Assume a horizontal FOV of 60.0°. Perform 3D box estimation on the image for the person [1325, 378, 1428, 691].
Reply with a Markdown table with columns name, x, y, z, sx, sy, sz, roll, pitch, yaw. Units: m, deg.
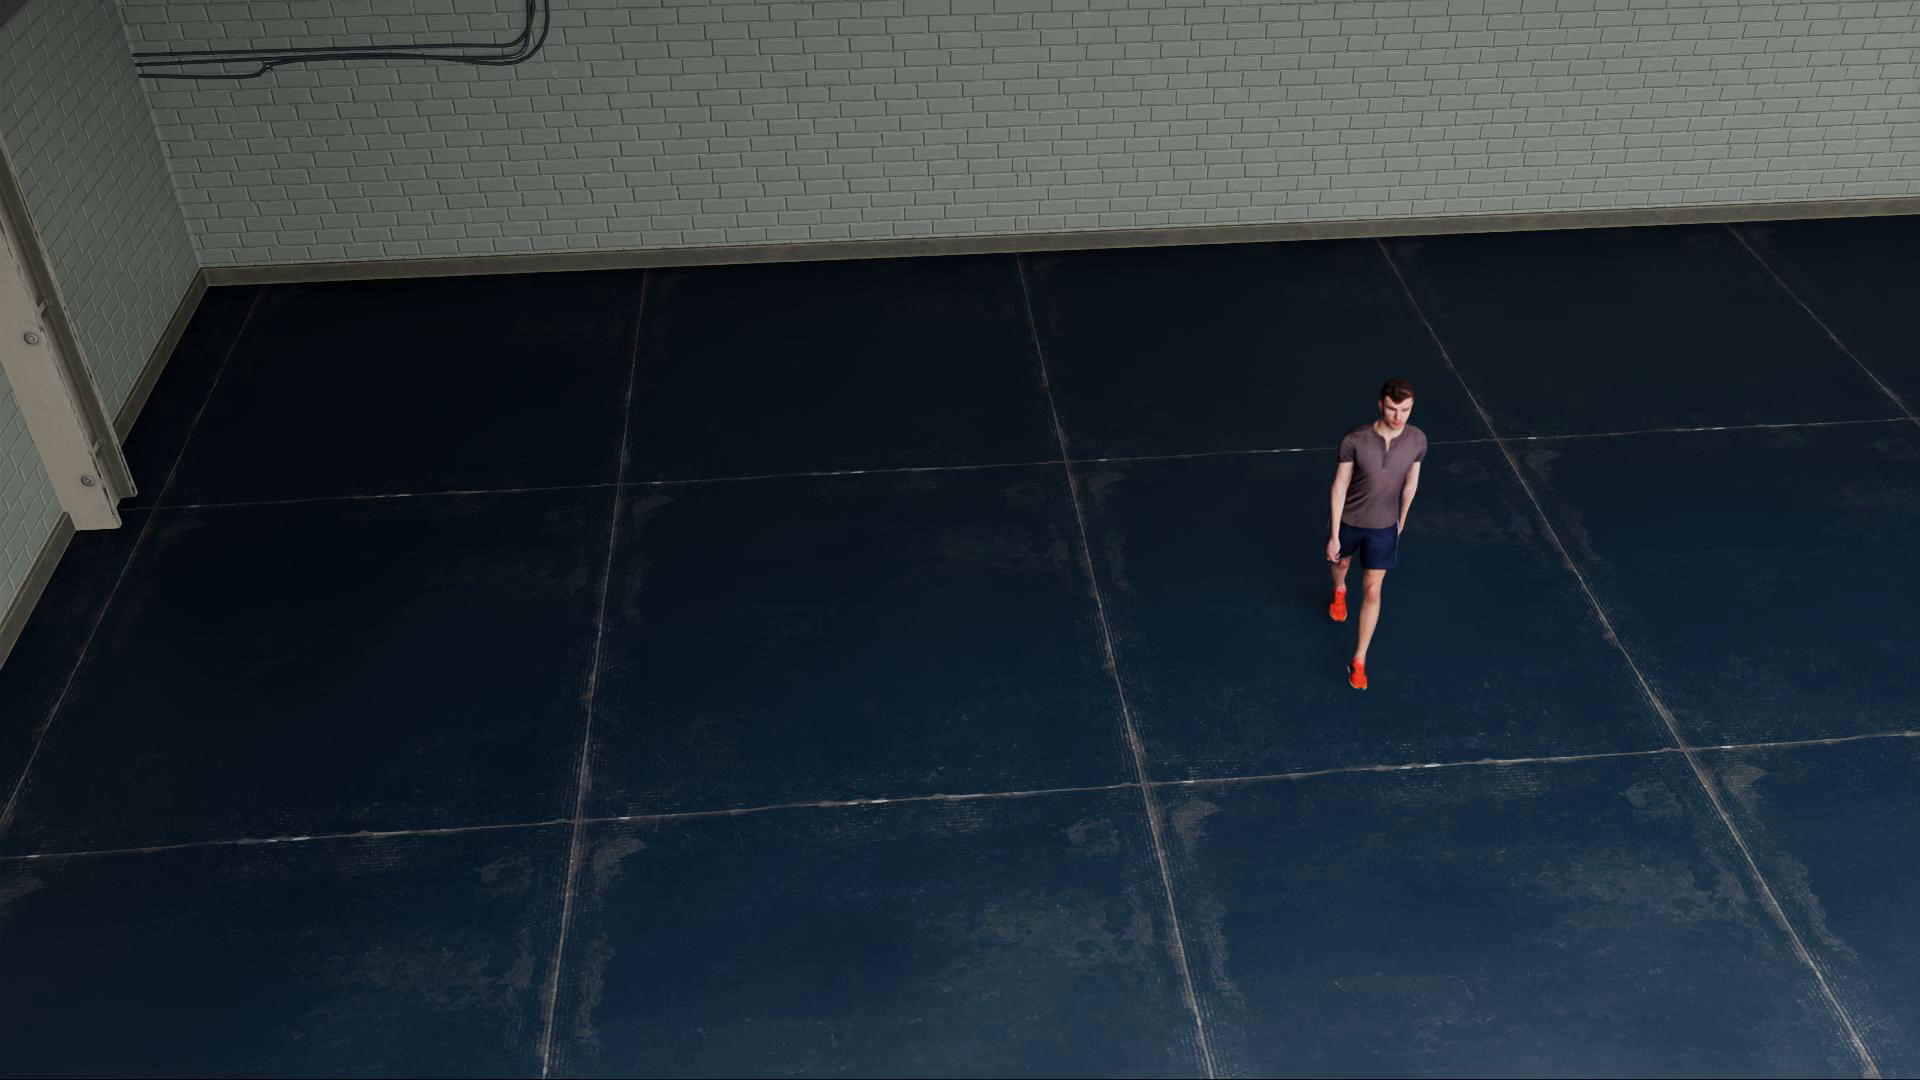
| name | x | y | z | sx | sy | sz | roll | pitch | yaw |
| --- | --- | --- | --- | --- | --- | --- | --- | --- | --- |
| person | 2.248 | -0.148 | 9.309 | 0.815 | 1.802 | 1.242 | 4 | 38 | 5 |
